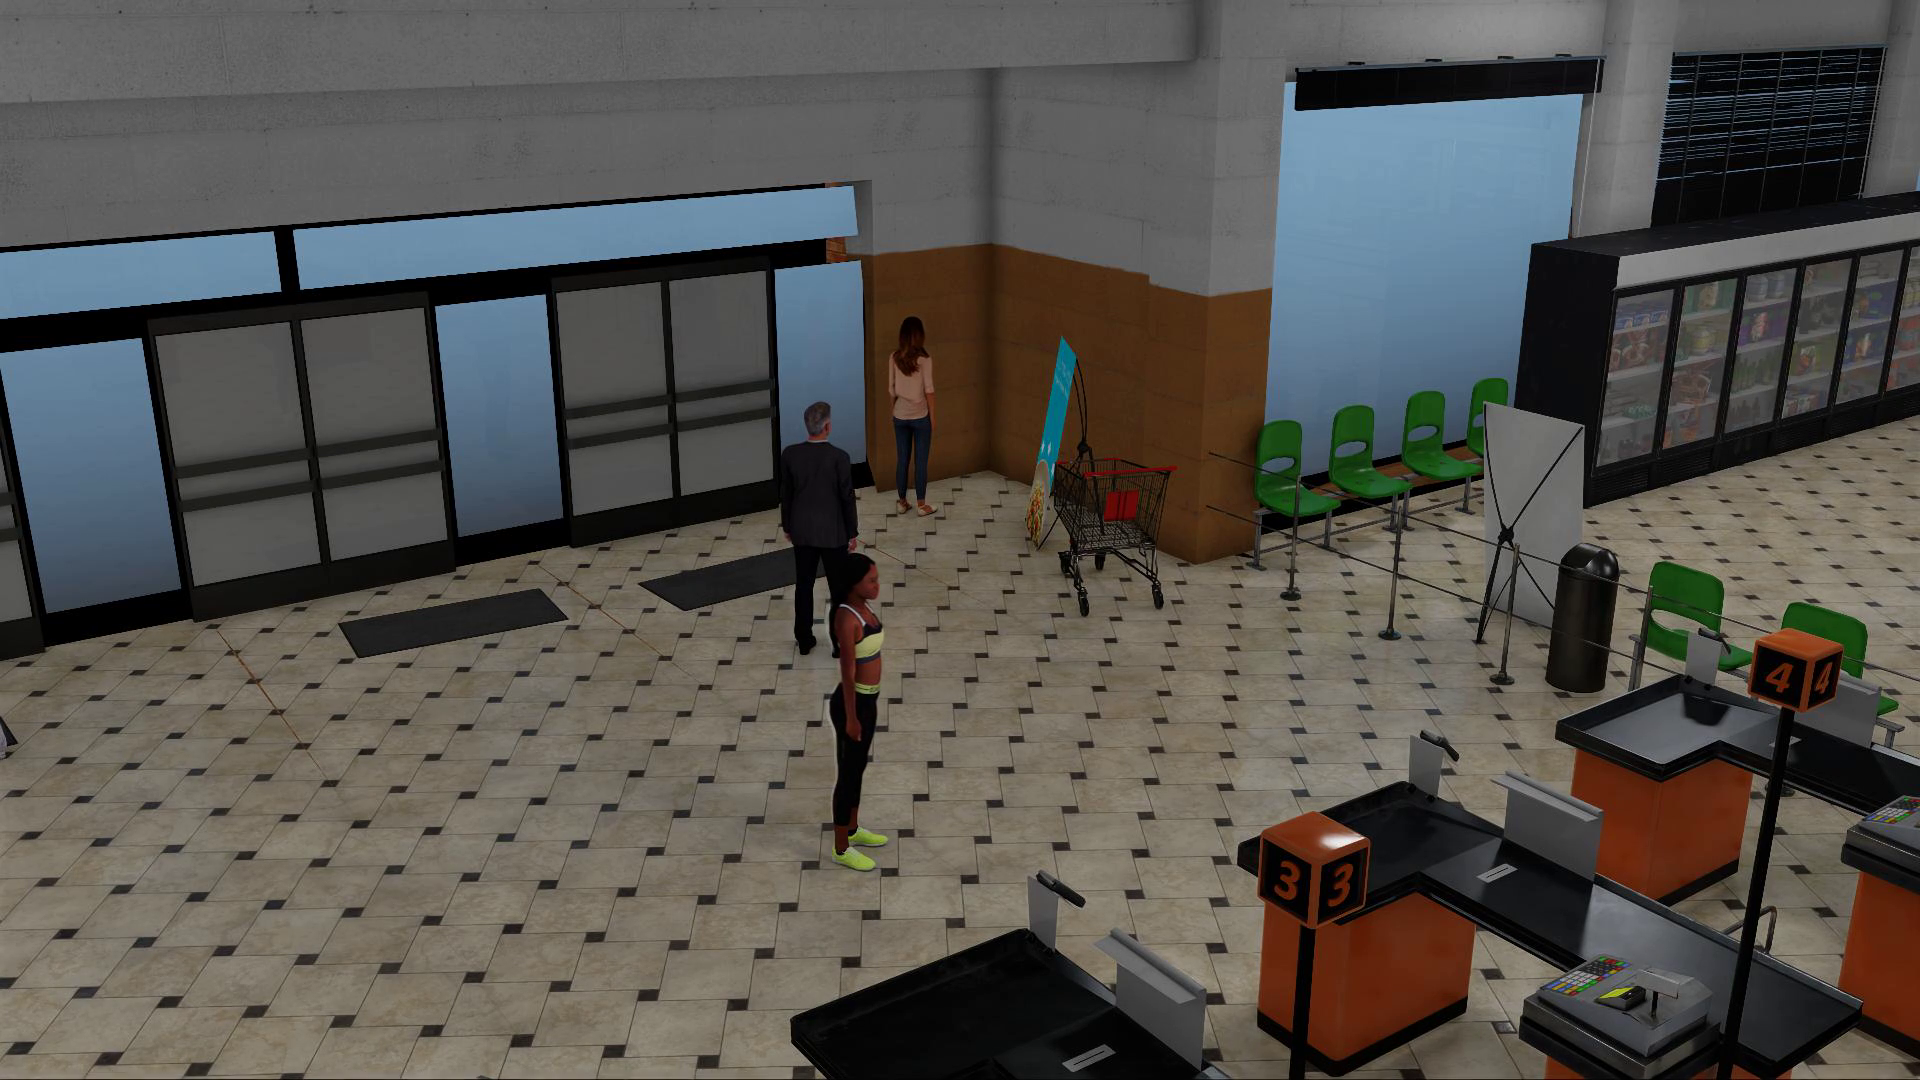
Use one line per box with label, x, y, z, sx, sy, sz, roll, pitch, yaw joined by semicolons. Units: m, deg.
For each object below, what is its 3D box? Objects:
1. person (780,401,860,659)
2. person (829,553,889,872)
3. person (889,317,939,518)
person;-0.984;-0.077;11.693;0.771;1.839;0.866;5;19;15
person;-0.570;0.899;8.932;0.691;1.753;0.638;4;19;11
person;-0.428;-1.100;14.798;0.617;1.792;0.729;9;21;24
